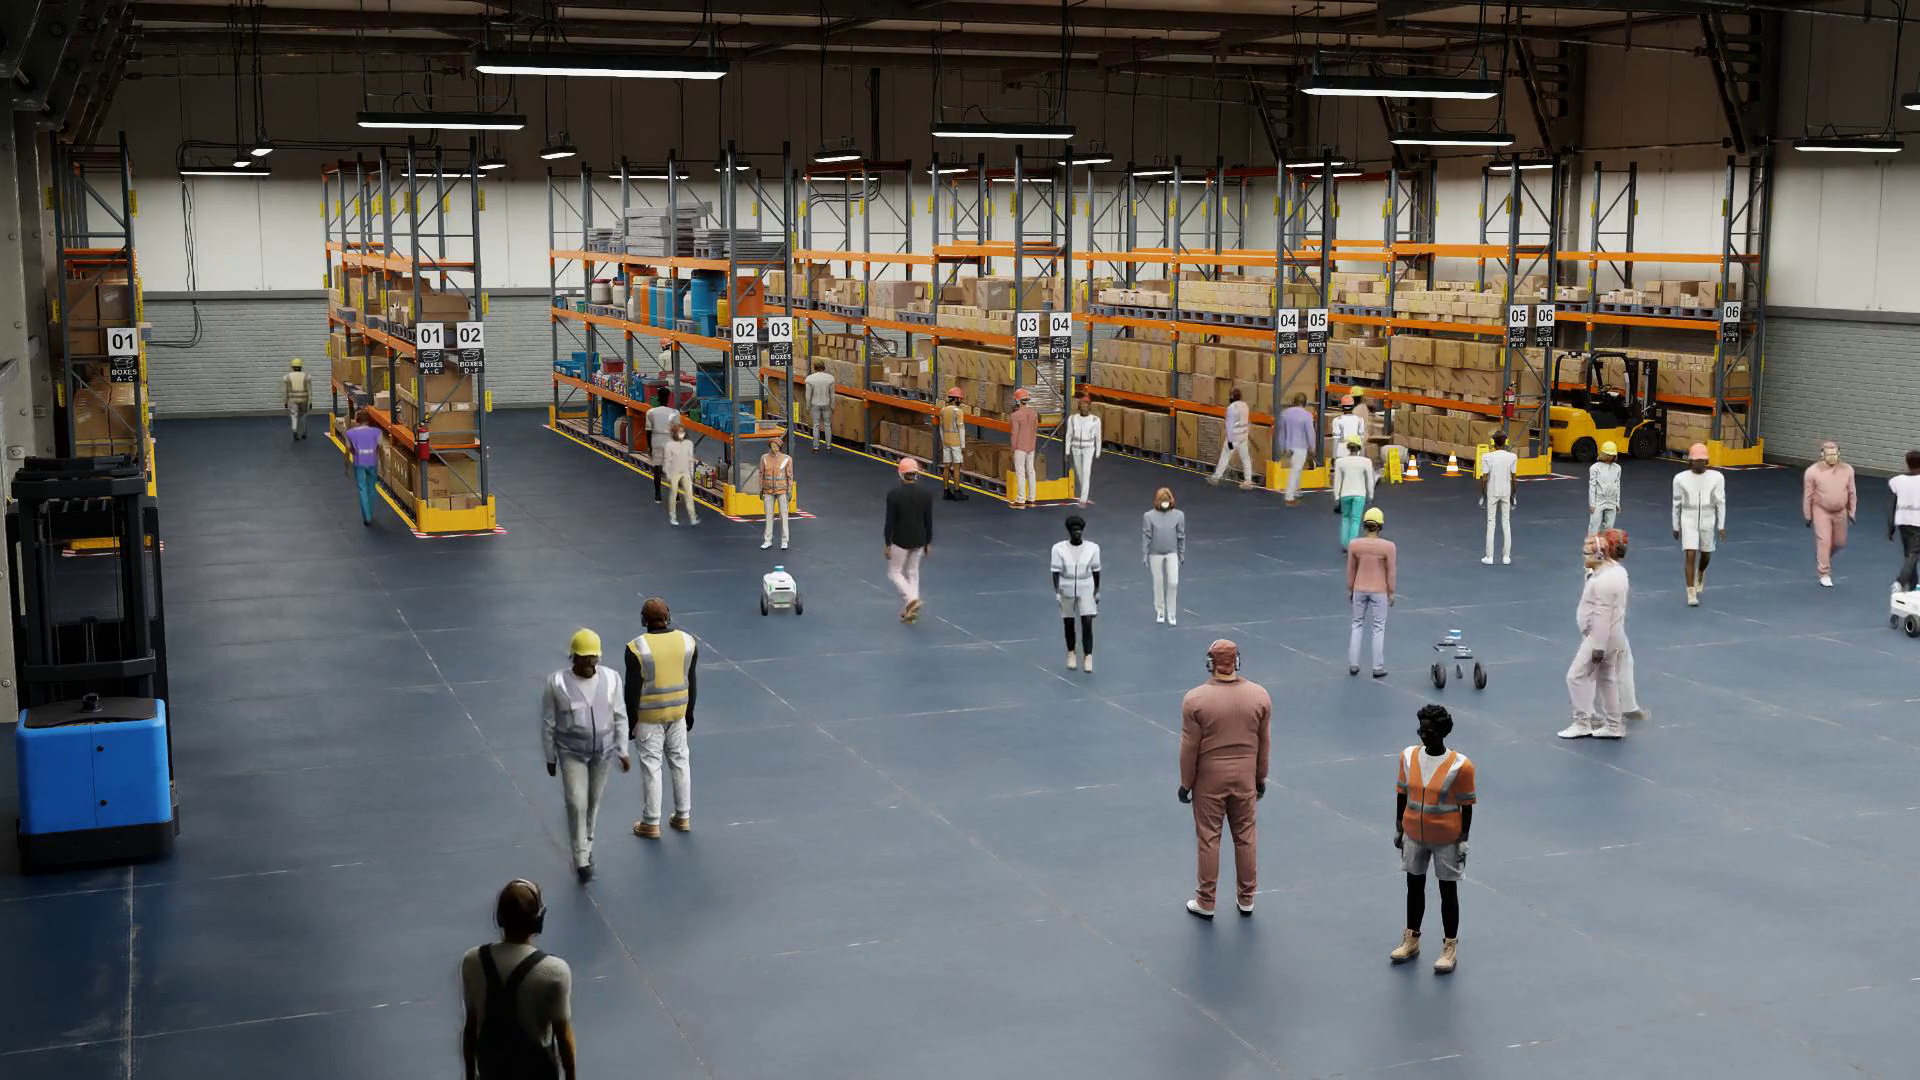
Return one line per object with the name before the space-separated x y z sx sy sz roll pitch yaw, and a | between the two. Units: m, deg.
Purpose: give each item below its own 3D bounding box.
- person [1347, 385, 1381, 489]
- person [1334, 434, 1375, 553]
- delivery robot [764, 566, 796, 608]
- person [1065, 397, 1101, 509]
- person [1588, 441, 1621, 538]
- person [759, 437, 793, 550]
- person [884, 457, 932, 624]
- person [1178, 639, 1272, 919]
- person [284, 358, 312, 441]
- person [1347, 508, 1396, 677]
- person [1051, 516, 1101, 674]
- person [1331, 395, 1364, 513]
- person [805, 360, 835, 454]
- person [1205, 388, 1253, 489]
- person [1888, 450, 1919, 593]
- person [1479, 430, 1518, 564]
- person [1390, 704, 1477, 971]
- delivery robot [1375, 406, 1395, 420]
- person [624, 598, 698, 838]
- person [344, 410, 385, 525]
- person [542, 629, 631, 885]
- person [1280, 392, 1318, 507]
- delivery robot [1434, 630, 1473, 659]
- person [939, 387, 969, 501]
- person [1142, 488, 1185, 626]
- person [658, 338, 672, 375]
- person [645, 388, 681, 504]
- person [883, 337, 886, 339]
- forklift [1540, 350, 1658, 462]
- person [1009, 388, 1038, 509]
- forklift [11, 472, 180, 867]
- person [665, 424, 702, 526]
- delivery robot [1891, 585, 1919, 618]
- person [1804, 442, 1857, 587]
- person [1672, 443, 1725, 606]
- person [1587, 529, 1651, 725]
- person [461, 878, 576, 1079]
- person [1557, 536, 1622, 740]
person | 7.012 -1.757 36.667 0.632 1.908 0.606 5 10 29
person | 5.615 -0.635 29.748 0.533 1.742 0.743 4 9 25
delivery robot | -2.196 0.564 25.511 0.477 0.478 0.707 -2 9 -10
person | 2.088 -1.485 35.098 0.569 1.853 0.943 3 9 19
person | 8.875 -0.495 28.805 0.486 1.742 0.302 -3 9 -18
person | -2.670 -0.686 30.415 0.514 1.639 0.310 2 9 13
person | -0.588 0.016 24.605 0.636 1.973 0.513 -5 10 -30
person | 1.784 1.614 14.217 0.638 1.903 0.408 -2 9 -12
person | -14.474 -3.072 45.777 0.599 1.808 0.812 -2 9 -14
person | 4.292 0.539 21.843 0.526 1.763 0.326 5 10 30
person | 1.213 0.576 21.914 0.531 1.656 0.831 0 9 3
person | 6.325 -1.409 34.254 0.549 1.932 0.373 -2 9 -11
person | -2.882 -2.743 43.144 0.629 1.937 0.379 -2 9 -13
person | 4.865 -1.816 37.462 1.004 1.779 0.635 8 12 42
person | 11.918 -0.184 26.264 0.908 1.883 0.609 -8 12 -43
person | 7.476 -0.597 29.077 0.508 1.865 0.329 0 9 3
person | 2.979 1.865 13.215 0.540 1.695 0.317 7 11 39
delivery robot | 9.918 -2.833 48.160 0.707 0.478 0.477 7 11 39
person | -2.323 1.356 16.138 0.634 1.838 0.429 -7 11 -38
person | -9.408 -1.160 33.051 0.588 1.789 0.958 -4 9 -24
person | -2.643 1.541 15.018 0.594 1.796 0.821 -5 10 -29
person | 5.727 -1.531 35.128 0.854 1.906 0.629 -6 10 -34
delivery robot | 5.079 1.041 21.466 0.335 0.223 0.698 0 8 -1
person | -0.095 -1.650 35.886 0.374 1.928 0.543 -8 12 -44
person | 2.391 0.200 24.588 0.518 1.603 0.679 0 9 1
person | -7.086 -3.897 50.681 0.406 1.986 0.617 6 10 35
person | -5.006 -1.599 35.412 0.607 1.966 0.373 1 9 4
person | -1.806 -3.794 49.800 0.611 2.040 0.393 -5 10 -28
forklift | 12.897 -2.725 42.309 2.313 2.155 1.214 -3 9 -21
person | 1.036 -1.522 34.803 0.388 1.996 0.612 8 12 44
forklift | -6.630 0.886 15.957 1.129 2.768 1.873 -3 9 -21
person | -4.330 -0.999 32.644 0.522 1.596 0.825 -5 10 -30
delivery robot | 11.078 0.765 24.170 0.477 0.478 0.707 -1 9 -7
person | 11.389 -0.363 27.492 0.649 1.881 0.714 0 9 0
person | 9.199 -0.227 26.125 0.626 2.022 0.856 2 9 14
person | 6.185 0.813 19.688 0.822 1.856 0.582 -3 9 -20
person | -1.948 2.393 9.253 0.533 1.827 0.455 2 9 12
person | 5.726 0.899 19.034 0.680 1.883 0.666 3 9 18
